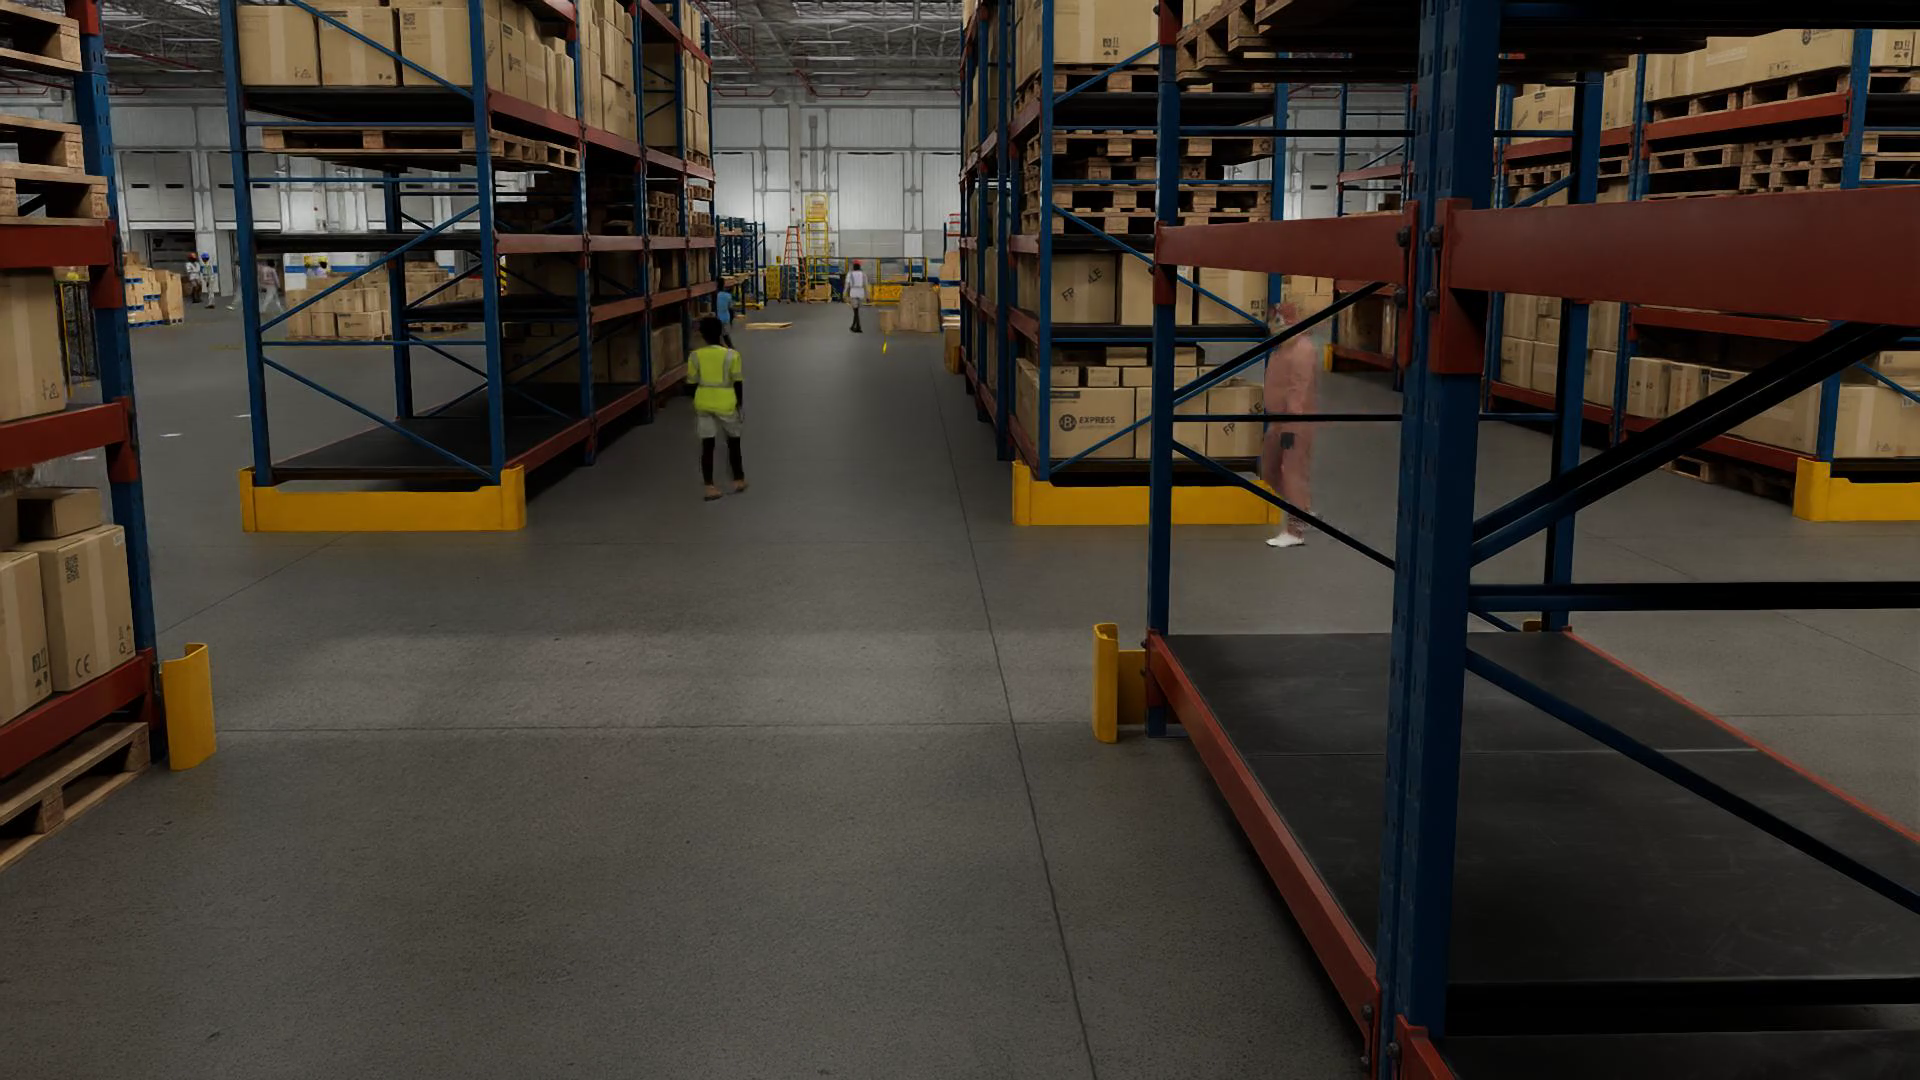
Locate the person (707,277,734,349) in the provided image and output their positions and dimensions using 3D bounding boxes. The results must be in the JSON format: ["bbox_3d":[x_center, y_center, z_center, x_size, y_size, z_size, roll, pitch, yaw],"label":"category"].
[{"bbox_3d":[-4.606,-4.236,32.055,0.539,1.679,0.598,-5,11,-27],"label":"person"}]

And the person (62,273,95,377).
[{"bbox_3d":[-15.409,-3.740,28.973,0.869,1.792,0.593,8,13,37],"label":"person"}]

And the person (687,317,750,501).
[{"bbox_3d":[-2.206,-1.220,15.318,0.563,1.648,0.834,2,10,10],"label":"person"}]

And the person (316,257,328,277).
[{"bbox_3d":[-19.412,-7.672,50.668,0.650,1.875,0.622,0,10,0],"label":"person"}]

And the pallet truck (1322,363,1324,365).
[{"bbox_3d":[7.712,-4.157,30.737,1.885,1.965,0.823,3,11,16],"label":"pallet truck"}]

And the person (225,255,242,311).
[{"bbox_3d":[-24.551,-8.766,56.769,1.015,1.867,0.603,-2,10,-11],"label":"person"}]

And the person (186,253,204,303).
[{"bbox_3d":[-29.057,-9.946,63.212,0.603,1.913,0.568,6,12,30],"label":"person"}]

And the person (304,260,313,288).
[{"bbox_3d":[-22.547,-8.885,57.879,0.814,1.711,0.486,-1,10,-8],"label":"person"}]

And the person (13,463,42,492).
[{"bbox_3d":[-6.474,-0.576,11.075,0.988,1.889,0.659,-6,12,-32],"label":"person"}]

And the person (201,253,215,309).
[{"bbox_3d":[-26.332,-9.071,58.248,0.391,1.949,0.602,-4,11,-23],"label":"person"}]

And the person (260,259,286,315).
[{"bbox_3d":[-22.023,-8.076,53.166,0.620,1.796,0.997,10,14,43],"label":"person"}]

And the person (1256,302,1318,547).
[{"bbox_3d":[2.524,-0.882,12.820,0.411,1.879,0.682,-2,10,-12],"label":"person"}]

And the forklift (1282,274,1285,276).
[{"bbox_3d":[12.295,-10.027,60.977,1.129,2.768,1.873,0,10,-2],"label":"forklift"}]

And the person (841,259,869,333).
[{"bbox_3d":[-2.749,-6.327,43.159,0.685,1.865,1.000,-4,11,-22],"label":"person"}]
